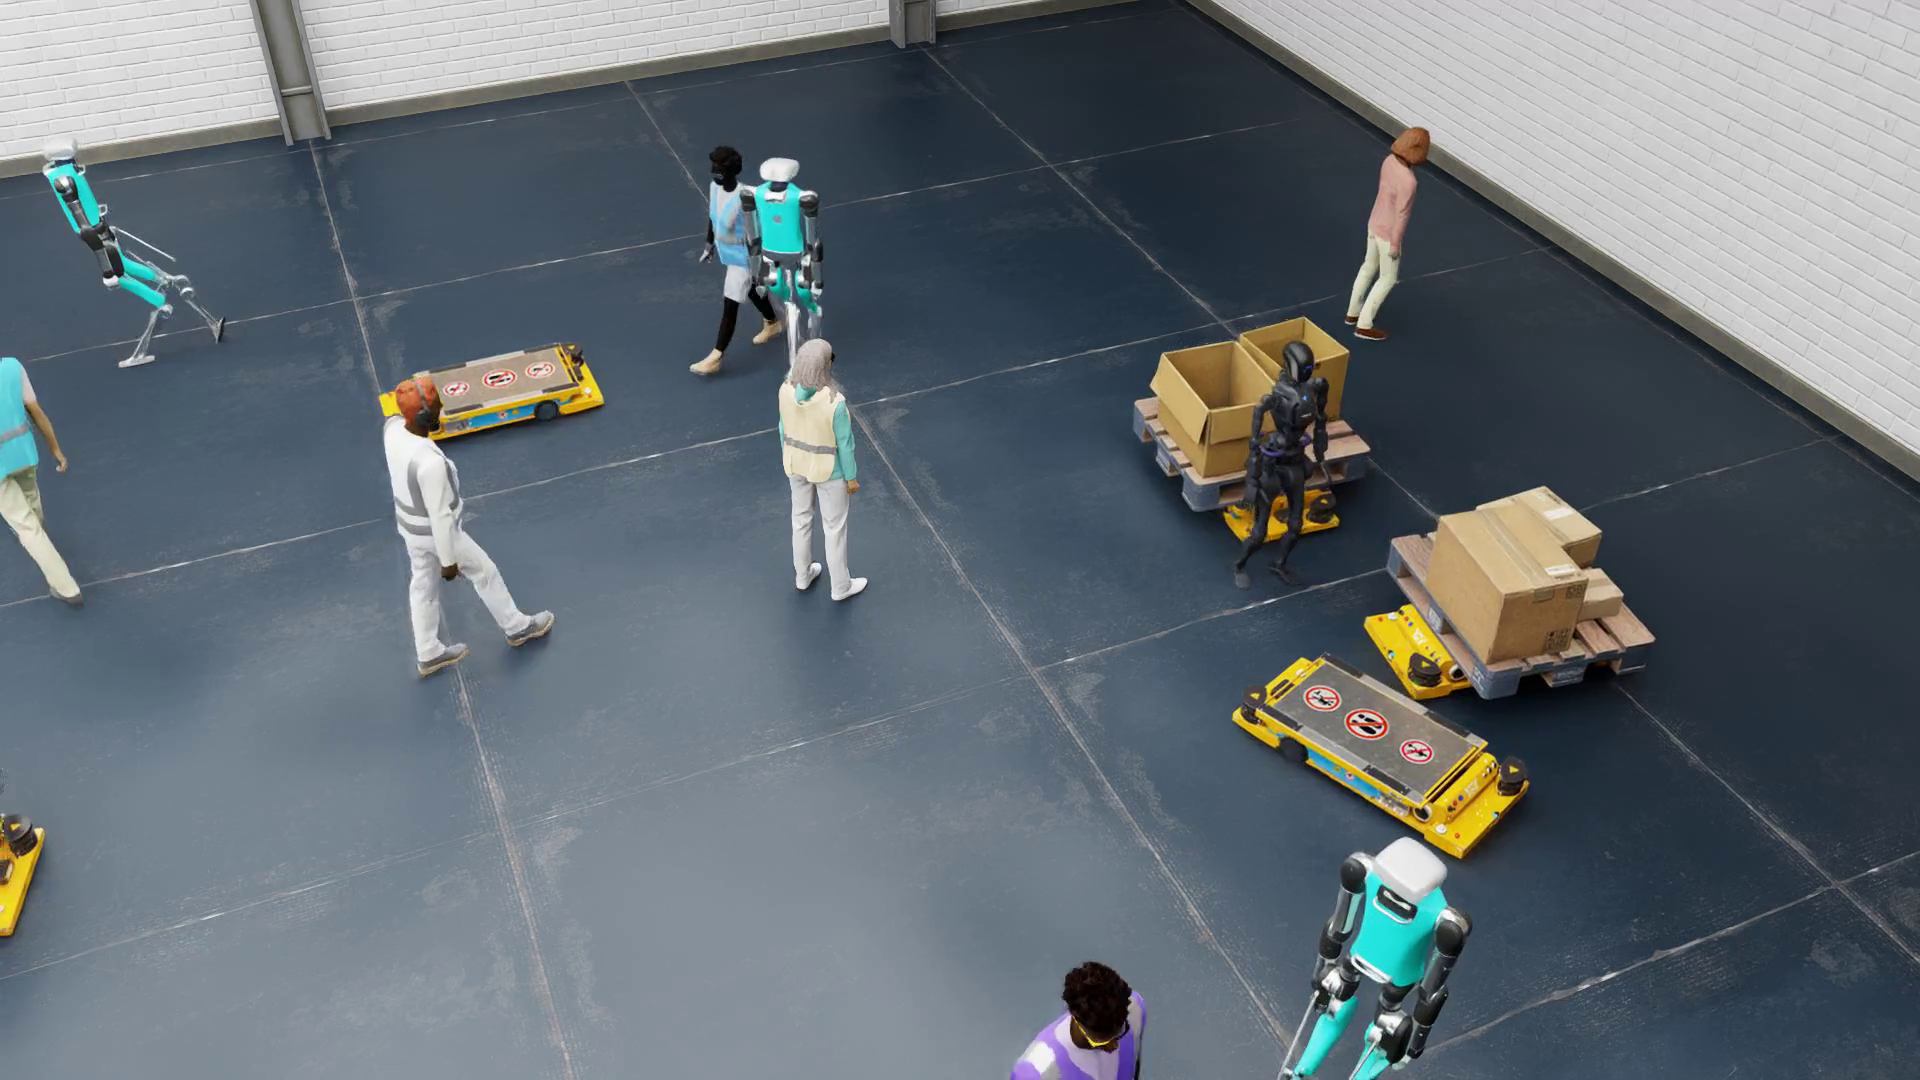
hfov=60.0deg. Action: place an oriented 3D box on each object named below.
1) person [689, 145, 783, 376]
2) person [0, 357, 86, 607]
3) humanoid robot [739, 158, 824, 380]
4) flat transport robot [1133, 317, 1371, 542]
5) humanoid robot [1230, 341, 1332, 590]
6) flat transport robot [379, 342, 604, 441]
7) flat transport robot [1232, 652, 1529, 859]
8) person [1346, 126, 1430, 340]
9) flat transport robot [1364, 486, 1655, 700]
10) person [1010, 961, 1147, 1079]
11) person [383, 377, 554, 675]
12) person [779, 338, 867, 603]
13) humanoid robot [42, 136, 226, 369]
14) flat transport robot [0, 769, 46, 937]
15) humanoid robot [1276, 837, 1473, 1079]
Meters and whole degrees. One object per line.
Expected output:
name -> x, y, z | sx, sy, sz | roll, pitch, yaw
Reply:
person -> -1.618, -2.003, 11.747 | 0.880, 1.650, 0.540 | -22, 43, -26
person -> -5.573, -0.473, 9.639 | 0.959, 1.793, 0.559 | 22, 43, 26
humanoid robot -> -1.150, -1.864, 11.559 | 0.532, 1.857, 0.734 | 6, 38, 8
flat transport robot -> 1.854, -0.490, 10.911 | 0.659, 0.231, 1.431 | -11, 39, -14
humanoid robot -> 1.901, -0.433, 9.678 | 0.601, 1.651, 0.326 | -19, 42, -23
flat transport robot -> -3.271, -1.010, 11.589 | 1.431, 0.231, 0.659 | -15, 40, -19
flat transport robot -> 2.224, 1.095, 8.848 | 1.431, 0.231, 0.659 | 31, 47, 34
person -> 3.111, -2.233, 12.072 | 0.355, 1.617, 0.532 | -6, 38, -8
flat transport robot -> 3.134, 0.530, 9.584 | 1.431, 0.231, 0.659 | -9, 38, -11
person -> 0.447, 2.181, 6.070 | 0.516, 1.942, 0.617 | 31, 47, 34
person -> -2.756, -0.117, 9.127 | 0.902, 1.848, 0.594 | -30, 47, -33
person -> -0.822, -0.383, 9.589 | 0.470, 1.708, 0.366 | 19, 41, 23
humanoid robot -> -5.739, -2.054, 11.761 | 0.943, 1.782, 0.539 | -16, 40, -20
flat transport robot -> -5.283, 1.712, 8.045 | 1.431, 0.231, 0.659 | -6, 38, -8
humanoid robot -> 1.514, 1.956, 6.526 | 0.544, 1.797, 0.674 | 31, 47, 34
